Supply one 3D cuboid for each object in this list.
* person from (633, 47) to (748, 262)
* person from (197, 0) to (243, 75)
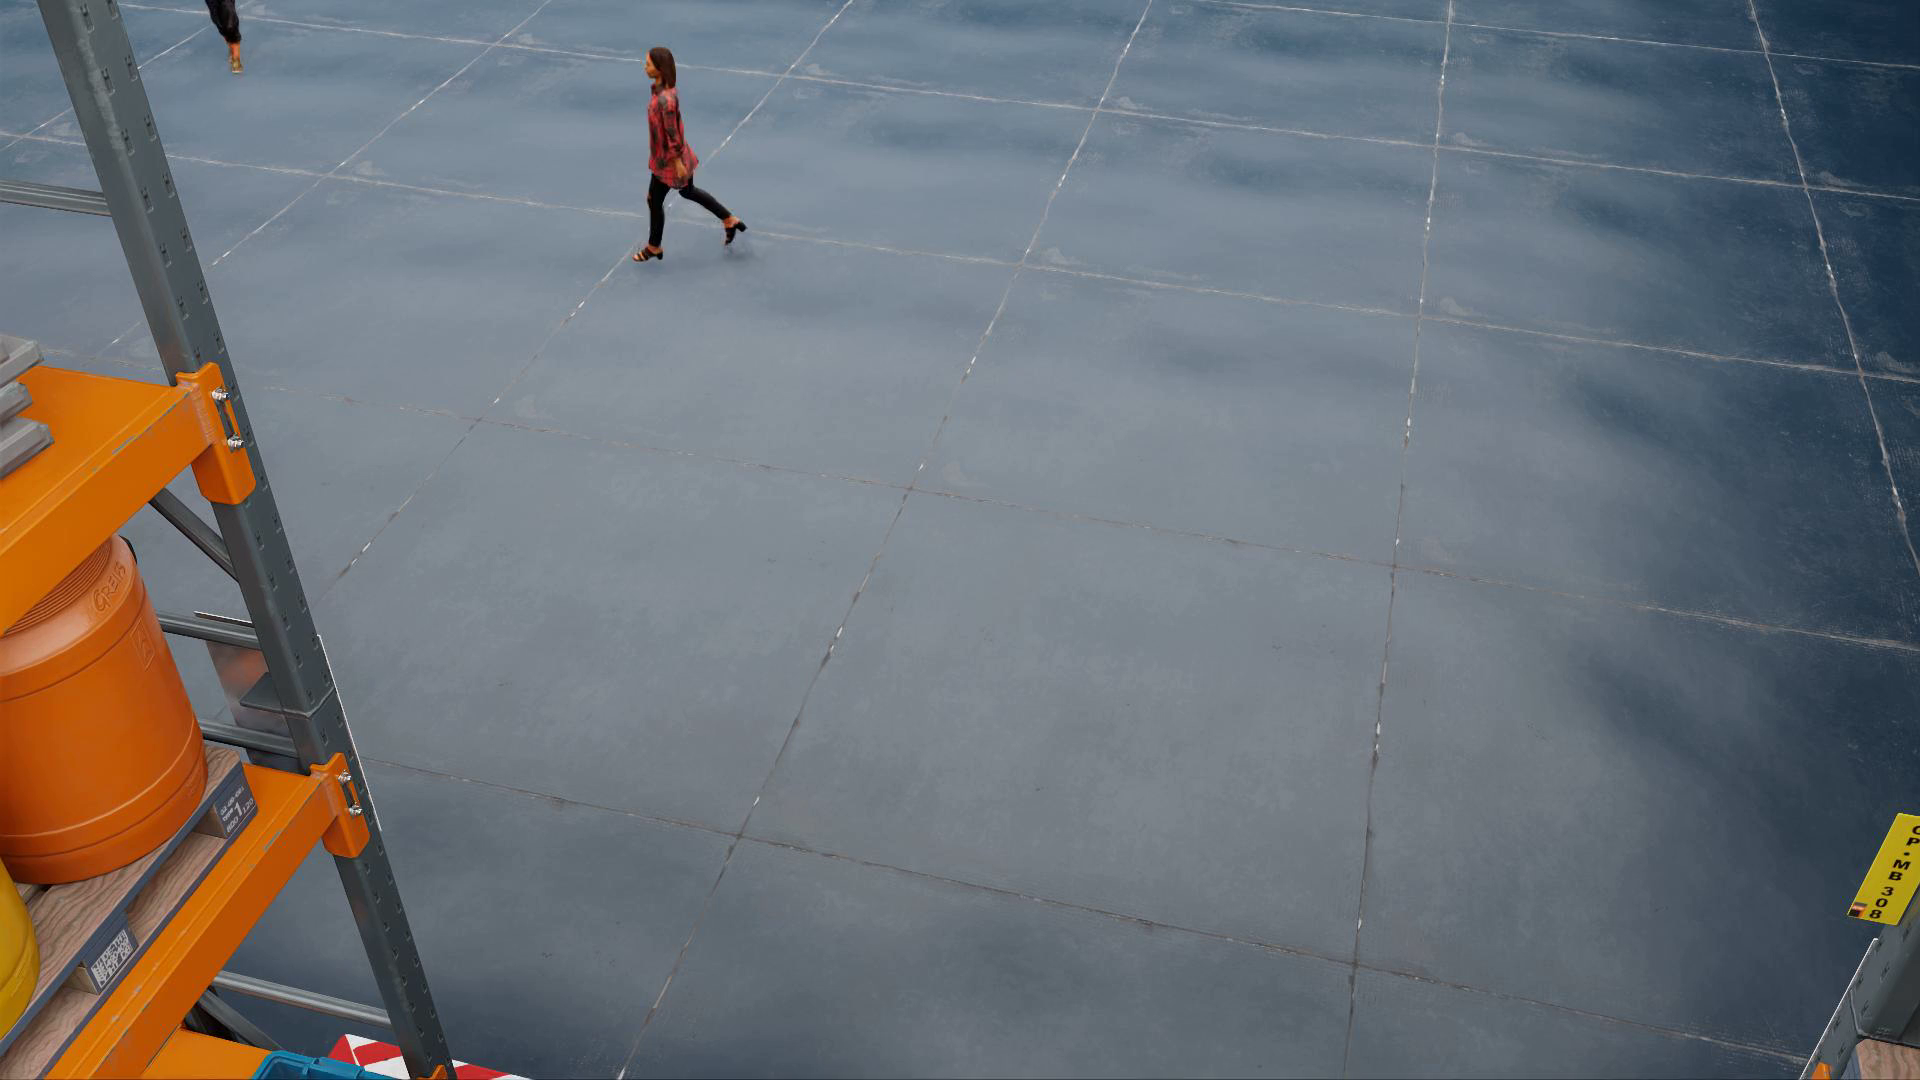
[{"bbox_3d":[-2.056,-2.839,12.346,0.983,1.669,1.139,-5,38,-7],"label":"person"},{"bbox_3d":[-6.961,-5.217,15.573,0.799,1.439,0.934,-5,38,-7],"label":"person"}]
